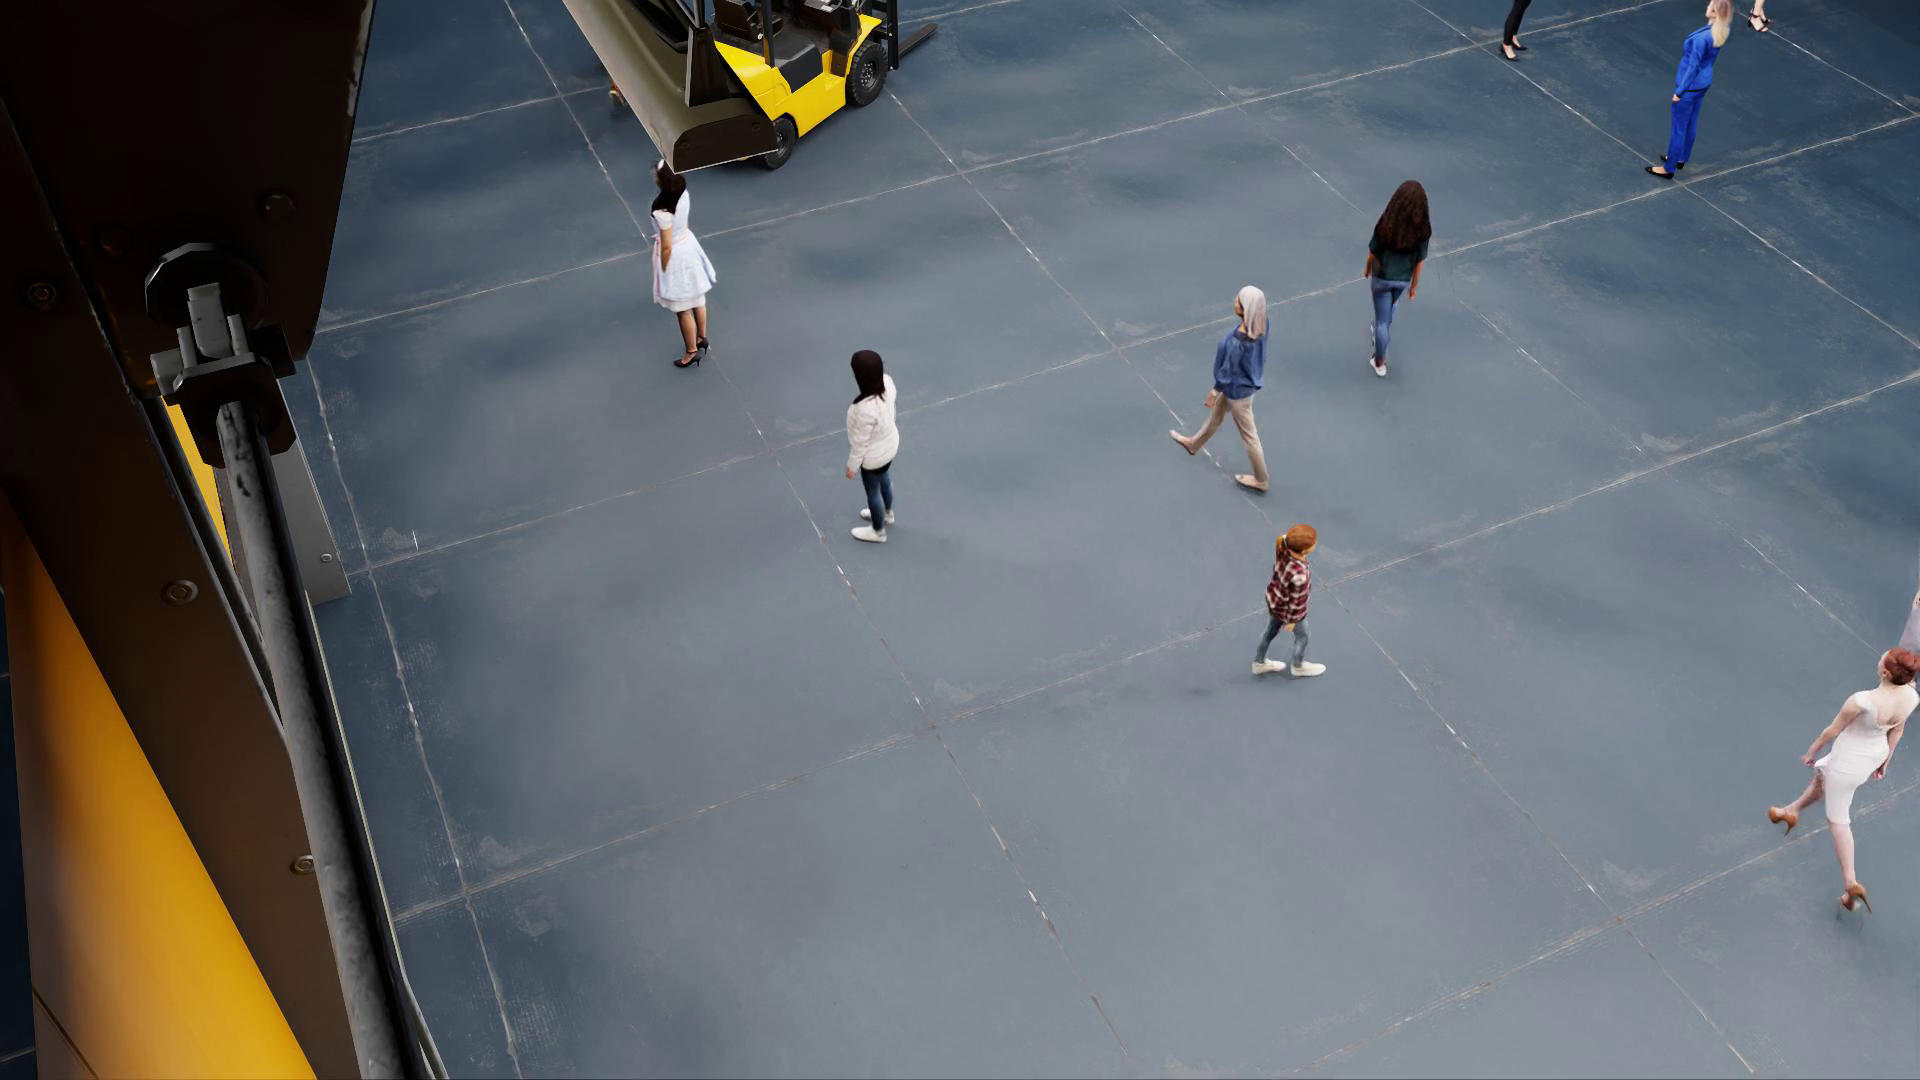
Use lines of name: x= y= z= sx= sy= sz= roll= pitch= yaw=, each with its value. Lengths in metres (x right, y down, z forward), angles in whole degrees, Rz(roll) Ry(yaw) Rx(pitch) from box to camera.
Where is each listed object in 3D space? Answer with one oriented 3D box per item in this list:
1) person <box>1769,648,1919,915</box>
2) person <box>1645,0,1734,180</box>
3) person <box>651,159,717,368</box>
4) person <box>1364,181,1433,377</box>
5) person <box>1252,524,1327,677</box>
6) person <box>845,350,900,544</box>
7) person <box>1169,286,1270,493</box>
person: x=5.009 y=1.335 z=9.249 sx=0.746 sy=1.752 sz=1.142 roll=-9 pitch=44 yaw=-9
person: x=6.607 y=-4.075 z=14.965 sx=0.690 sy=1.699 sz=0.655 roll=-34 pitch=53 yaw=-30
person: x=-2.162 y=-2.128 z=12.834 sx=0.918 sy=1.820 sz=0.857 roll=14 pitch=45 yaw=14
person: x=3.344 y=-1.972 z=12.837 sx=0.789 sy=1.590 sz=0.957 roll=-1 pitch=44 yaw=-1
person: x=2.017 y=0.407 z=10.556 sx=0.708 sy=1.292 sz=0.699 roll=-6 pitch=44 yaw=-7
person: x=-0.555 y=-0.633 z=11.399 sx=0.797 sy=1.635 sz=0.727 roll=12 pitch=45 yaw=12
person: x=2.058 y=-1.021 z=11.800 sx=1.188 sy=1.644 sz=0.997 roll=24 pitch=48 yaw=23
